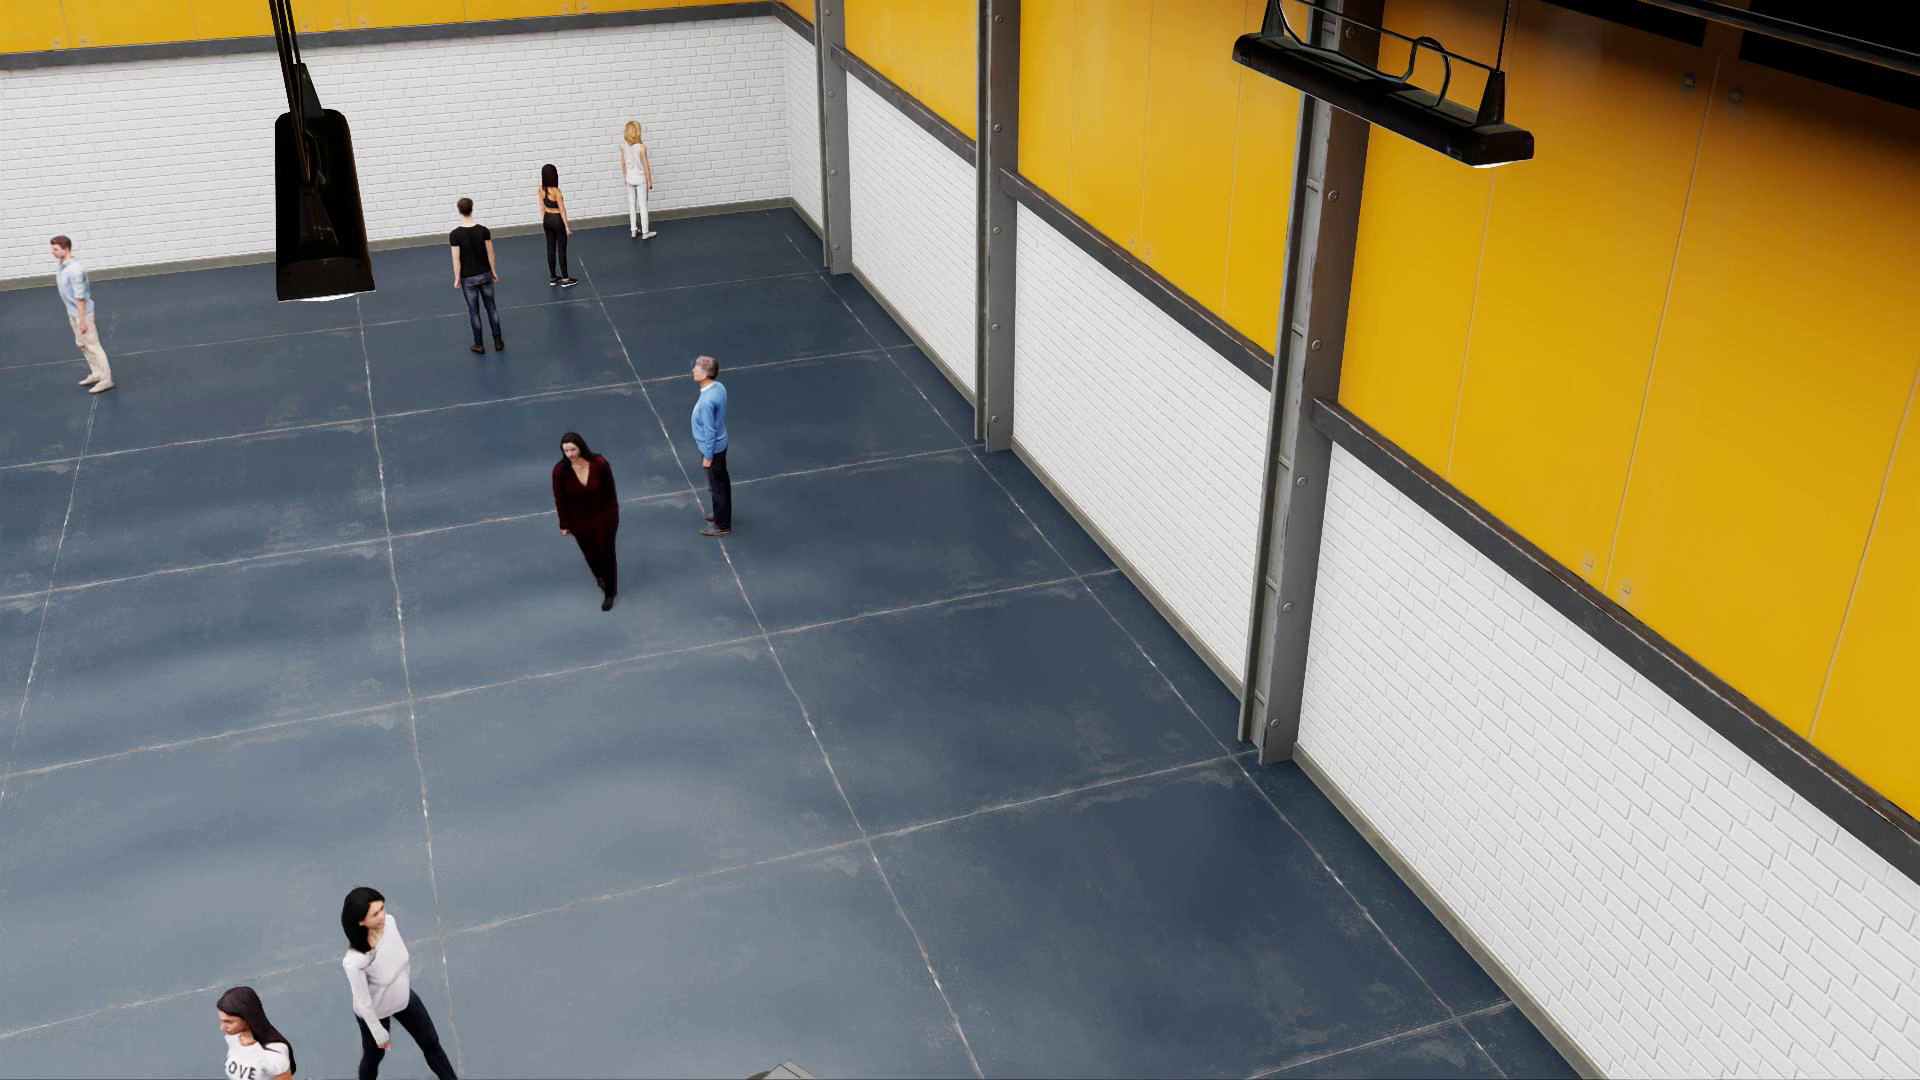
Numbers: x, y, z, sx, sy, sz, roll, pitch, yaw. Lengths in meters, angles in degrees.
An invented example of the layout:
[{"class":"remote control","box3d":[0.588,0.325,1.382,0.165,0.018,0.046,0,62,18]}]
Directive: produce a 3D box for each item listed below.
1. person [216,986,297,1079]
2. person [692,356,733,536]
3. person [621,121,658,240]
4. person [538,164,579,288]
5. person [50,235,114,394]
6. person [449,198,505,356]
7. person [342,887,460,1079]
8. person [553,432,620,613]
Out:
[{"class":"person","box3d":[-3.542,3.007,8.797,0.713,1.763,0.794,18,33,29]},{"class":"person","box3d":[-2.362,-0.925,15.944,0.790,1.820,0.639,1,29,1]},{"class":"person","box3d":[-4.660,-5.185,23.910,0.690,1.671,0.744,12,31,20]},{"class":"person","box3d":[-5.395,-4.190,22.114,0.617,1.644,0.671,12,31,20]},{"class":"person","box3d":[-10.019,-2.606,18.997,0.797,1.848,0.652,-24,36,-36]},{"class":"person","box3d":[-5.808,-3.170,19.984,0.707,1.893,0.619,-15,32,-25]},{"class":"person","box3d":[-3.373,2.662,9.530,1.061,1.666,1.066,8,30,14]},{"class":"person","box3d":[-3.273,-0.243,14.823,0.795,1.696,1.034,-8,30,-14]}]
